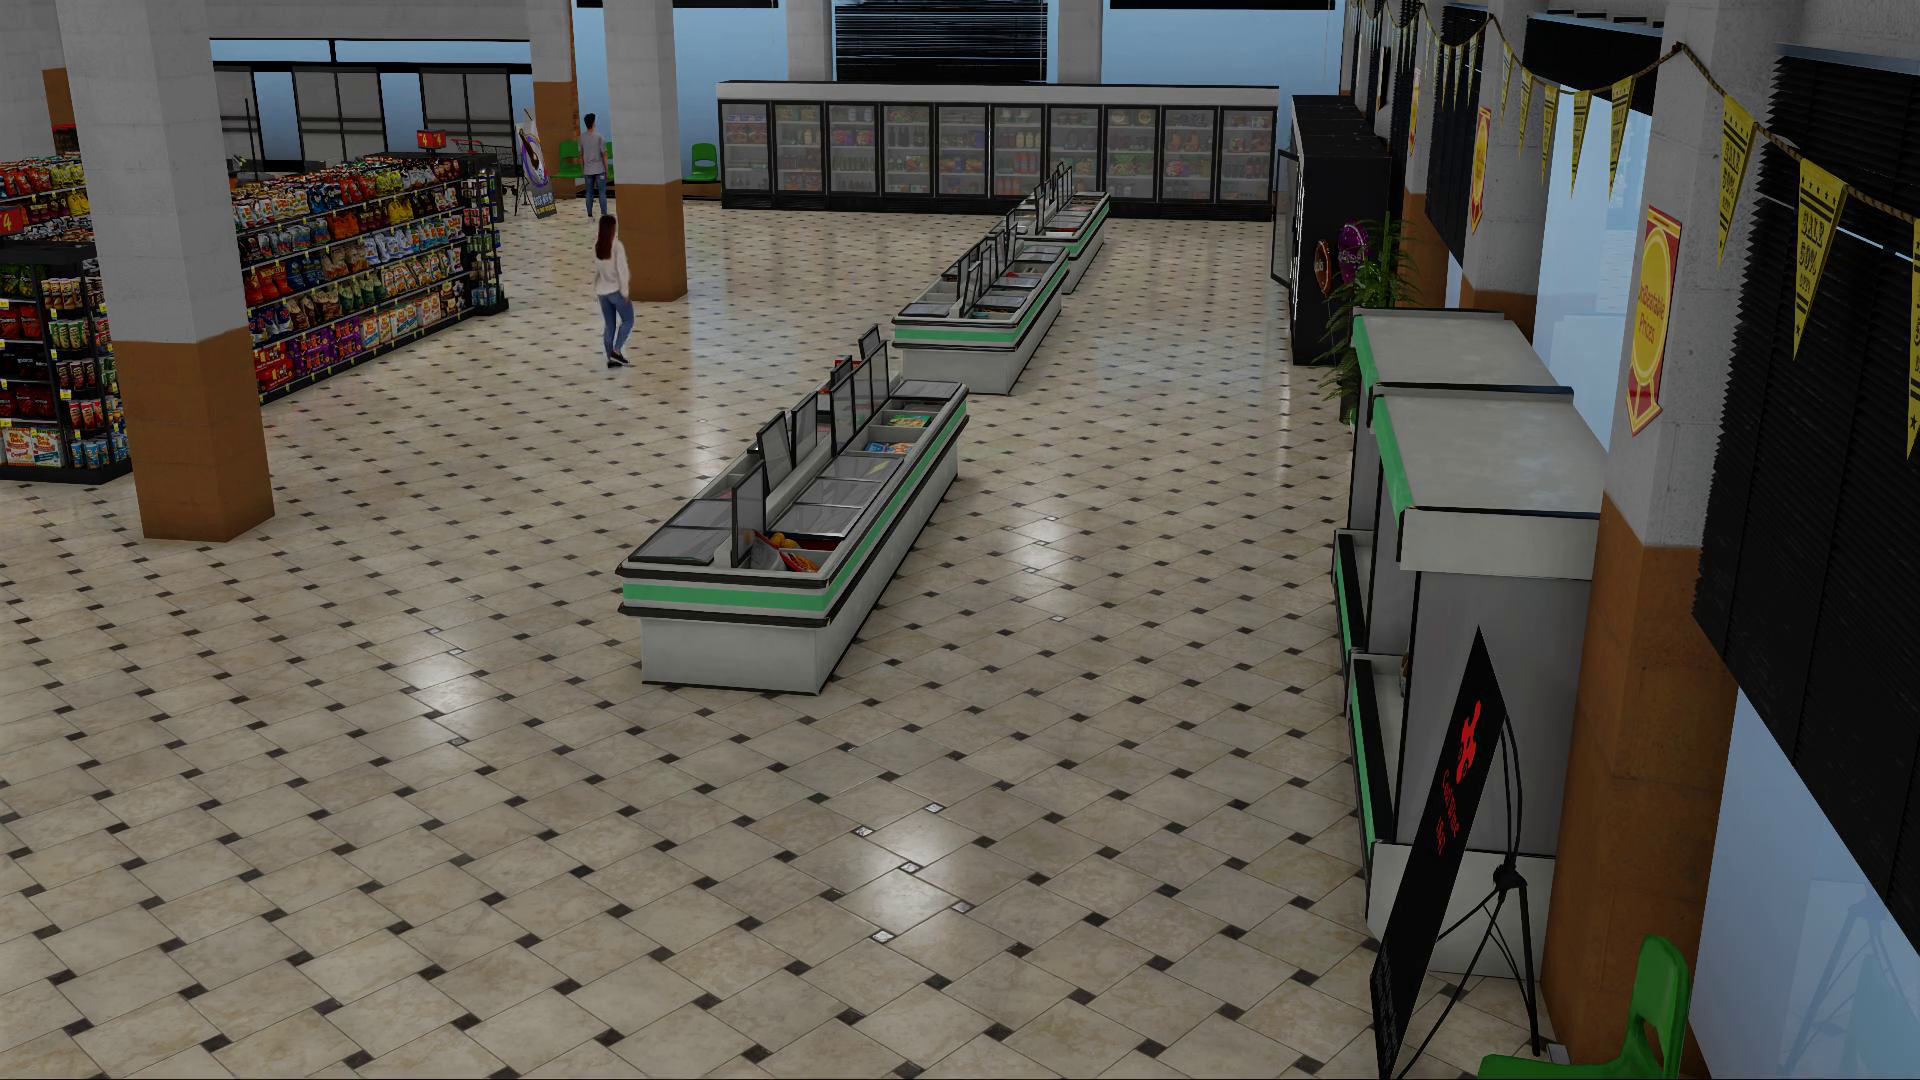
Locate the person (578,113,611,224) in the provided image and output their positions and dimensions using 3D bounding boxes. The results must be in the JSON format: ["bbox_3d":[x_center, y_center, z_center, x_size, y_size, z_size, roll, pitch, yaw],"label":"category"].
[{"bbox_3d":[-6.448,-6.550,29.309,0.660,1.890,0.540,3,19,10],"label":"person"}]

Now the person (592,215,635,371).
[{"bbox_3d":[-3.838,-2.676,18.151,0.707,1.680,0.697,11,22,30],"label":"person"}]
